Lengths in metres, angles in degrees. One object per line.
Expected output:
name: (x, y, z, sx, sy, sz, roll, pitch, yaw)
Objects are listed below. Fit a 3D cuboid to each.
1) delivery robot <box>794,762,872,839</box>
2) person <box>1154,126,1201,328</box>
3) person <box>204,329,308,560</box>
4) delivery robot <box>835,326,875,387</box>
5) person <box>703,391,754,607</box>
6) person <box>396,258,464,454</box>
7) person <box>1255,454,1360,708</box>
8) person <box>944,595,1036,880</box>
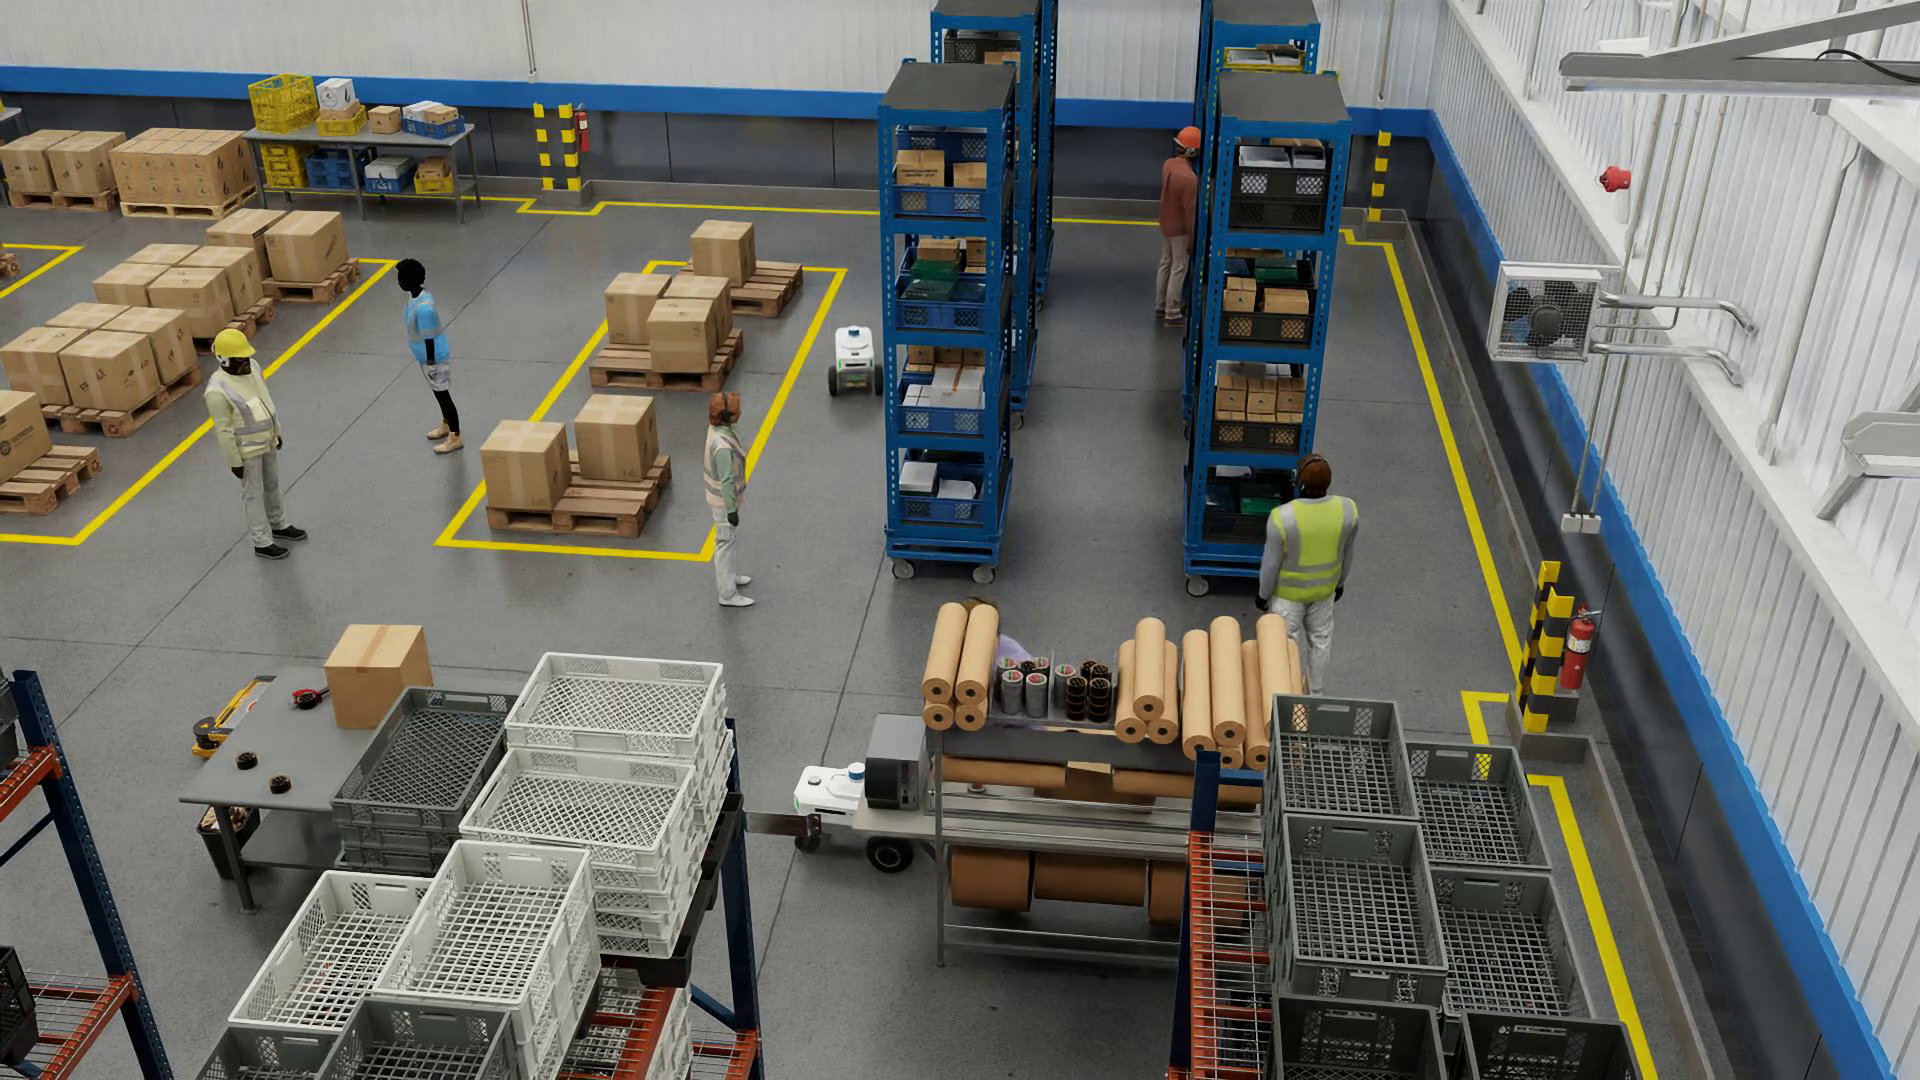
delivery robot: (-0.595, 1.515, 9.674, 0.707, 0.478, 0.477, 6, 31, 10)
person: (2.145, -3.044, 16.187, 0.413, 1.984, 0.624, -10, 32, -17)
person: (-5.252, -0.725, 12.364, 0.403, 1.825, 0.588, 5, 31, 8)
delivery robot: (-0.964, -1.719, 15.229, 0.477, 0.478, 0.707, -2, 30, -4)
person: (-1.652, -0.298, 11.815, 0.317, 1.632, 0.519, -5, 31, -9)
person: (-4.438, -1.555, 13.918, 0.322, 1.691, 0.532, -14, 33, -22)
person: (2.175, 0.289, 10.599, 0.619, 1.845, 0.430, -7, 31, -12)
person: (0.137, 1.107, 9.113, 0.632, 1.930, 0.374, 18, 35, 28)
